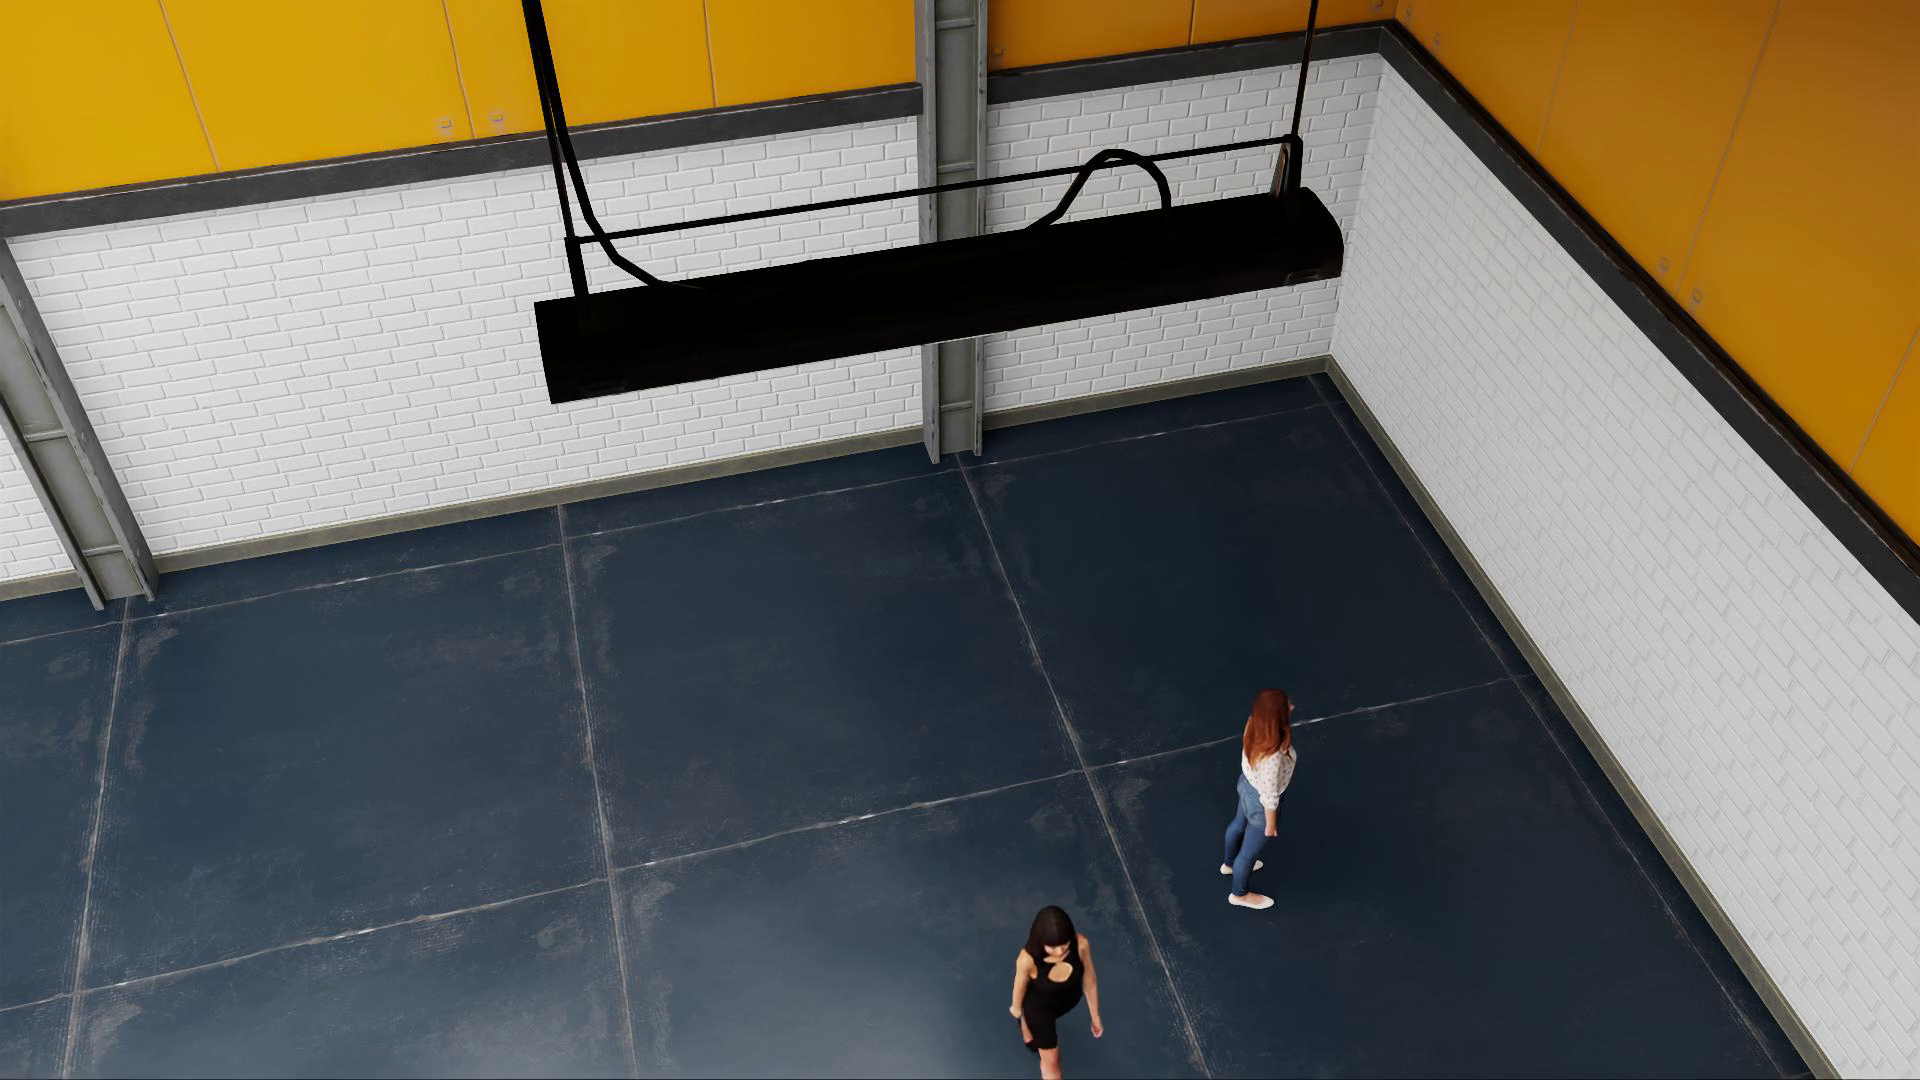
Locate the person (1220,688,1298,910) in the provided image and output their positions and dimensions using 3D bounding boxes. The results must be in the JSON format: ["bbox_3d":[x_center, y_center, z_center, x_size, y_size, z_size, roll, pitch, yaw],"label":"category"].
[{"bbox_3d":[1.669,1.427,9.312,0.562,1.727,0.610,-3,44,-4],"label":"person"}]

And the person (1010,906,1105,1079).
[{"bbox_3d":[0.439,2.295,8.493,1.007,1.599,0.724,-18,46,-18],"label":"person"}]
